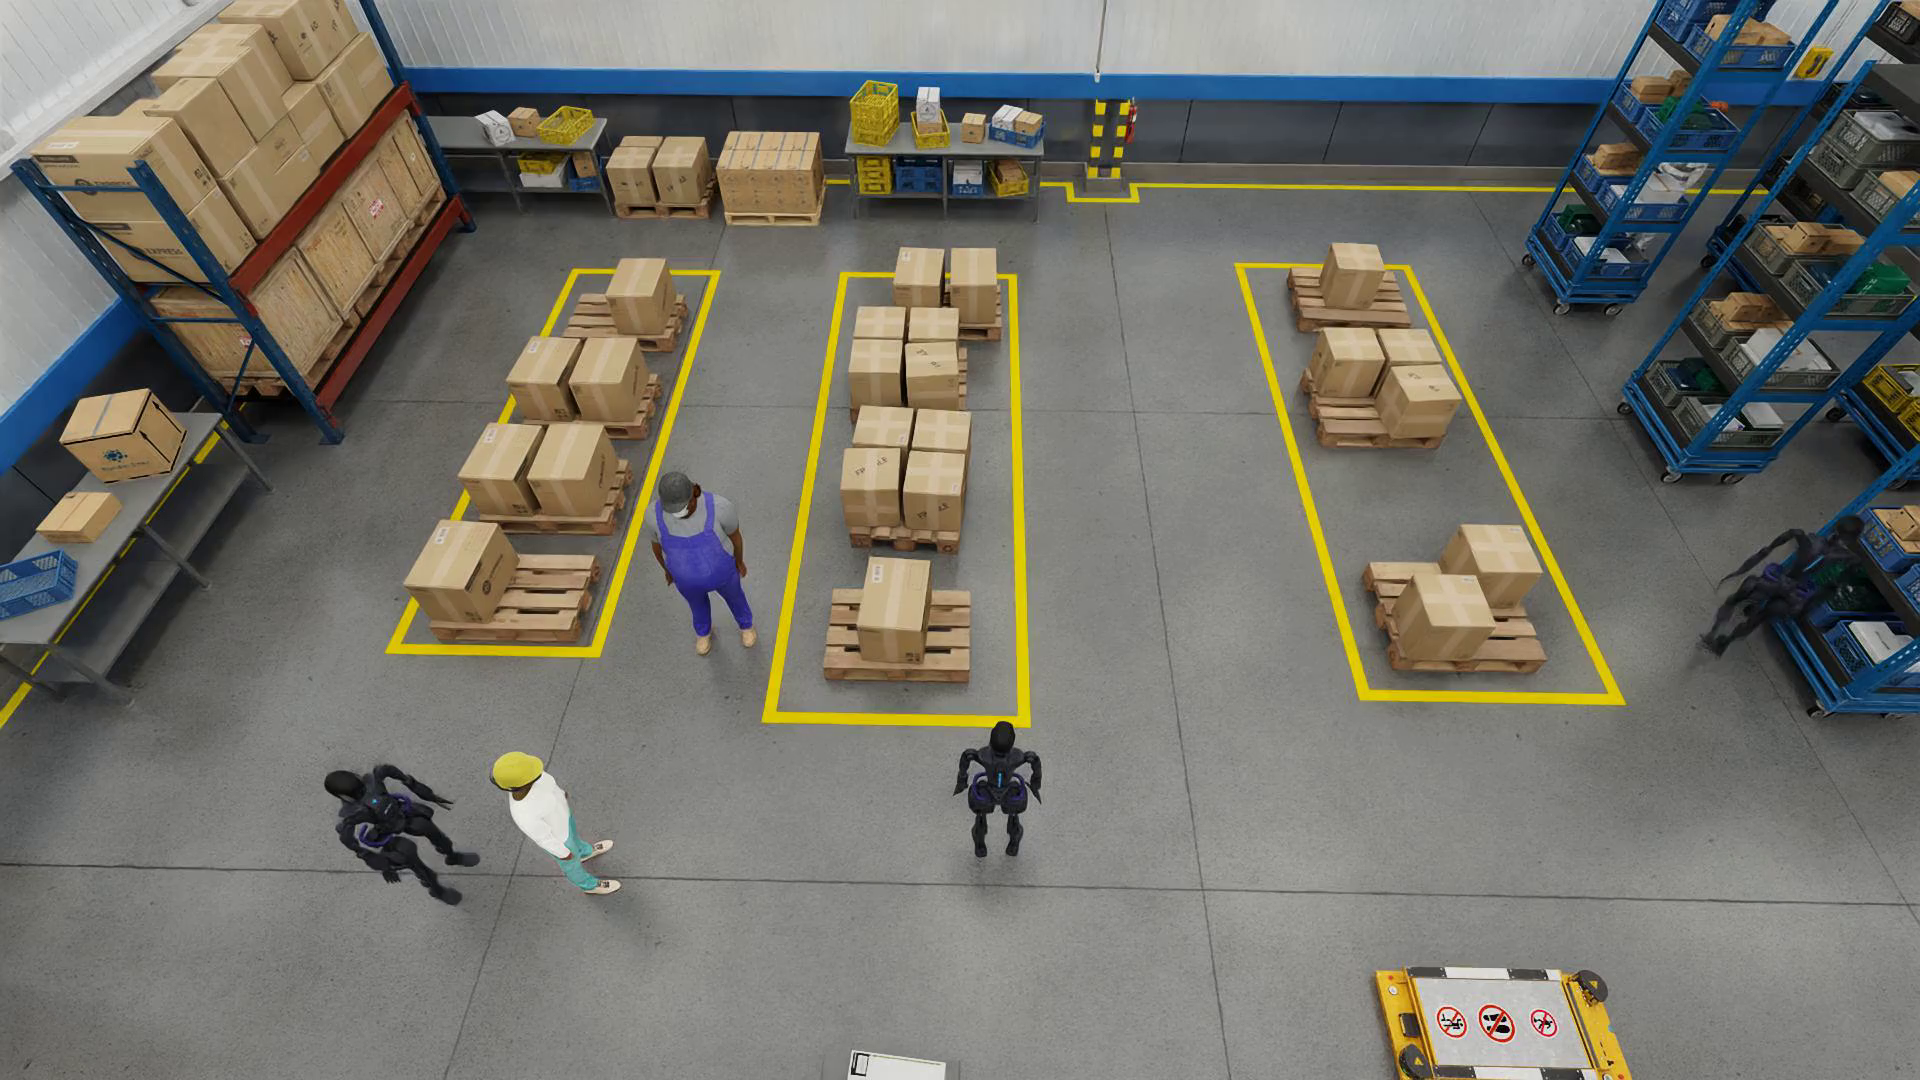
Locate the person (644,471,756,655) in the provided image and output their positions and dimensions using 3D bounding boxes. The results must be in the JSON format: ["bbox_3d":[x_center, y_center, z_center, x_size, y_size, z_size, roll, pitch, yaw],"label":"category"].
[{"bbox_3d":[-2.008,0.215,7.169,0.685,2.000,0.538,-8,51,-6],"label":"person"}]

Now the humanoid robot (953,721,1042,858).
[{"bbox_3d":[0.256,1.693,6.188,0.609,1.657,0.315,1,51,1],"label":"humanoid robot"}]

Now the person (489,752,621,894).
[{"bbox_3d":[-2.642,1.847,6.014,0.308,1.768,0.522,-17,53,-13],"label":"person"}]

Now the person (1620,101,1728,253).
[{"bbox_3d":[8.486,-4.290,10.940,0.343,1.882,0.585,-1,51,-1],"label":"person"}]

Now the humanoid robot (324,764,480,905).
[{"bbox_3d":[-3.649,1.913,6.015,0.333,1.651,0.589,9,51,7],"label":"humanoid robot"}]

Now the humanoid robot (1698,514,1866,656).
[{"bbox_3d":[6.505,0.354,7.287,0.608,1.642,0.364,37,60,26],"label":"humanoid robot"}]

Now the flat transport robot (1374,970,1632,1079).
[{"bbox_3d":[3.501,3.133,5.914,1.431,0.197,0.652,1,51,1],"label":"flat transport robot"}]
